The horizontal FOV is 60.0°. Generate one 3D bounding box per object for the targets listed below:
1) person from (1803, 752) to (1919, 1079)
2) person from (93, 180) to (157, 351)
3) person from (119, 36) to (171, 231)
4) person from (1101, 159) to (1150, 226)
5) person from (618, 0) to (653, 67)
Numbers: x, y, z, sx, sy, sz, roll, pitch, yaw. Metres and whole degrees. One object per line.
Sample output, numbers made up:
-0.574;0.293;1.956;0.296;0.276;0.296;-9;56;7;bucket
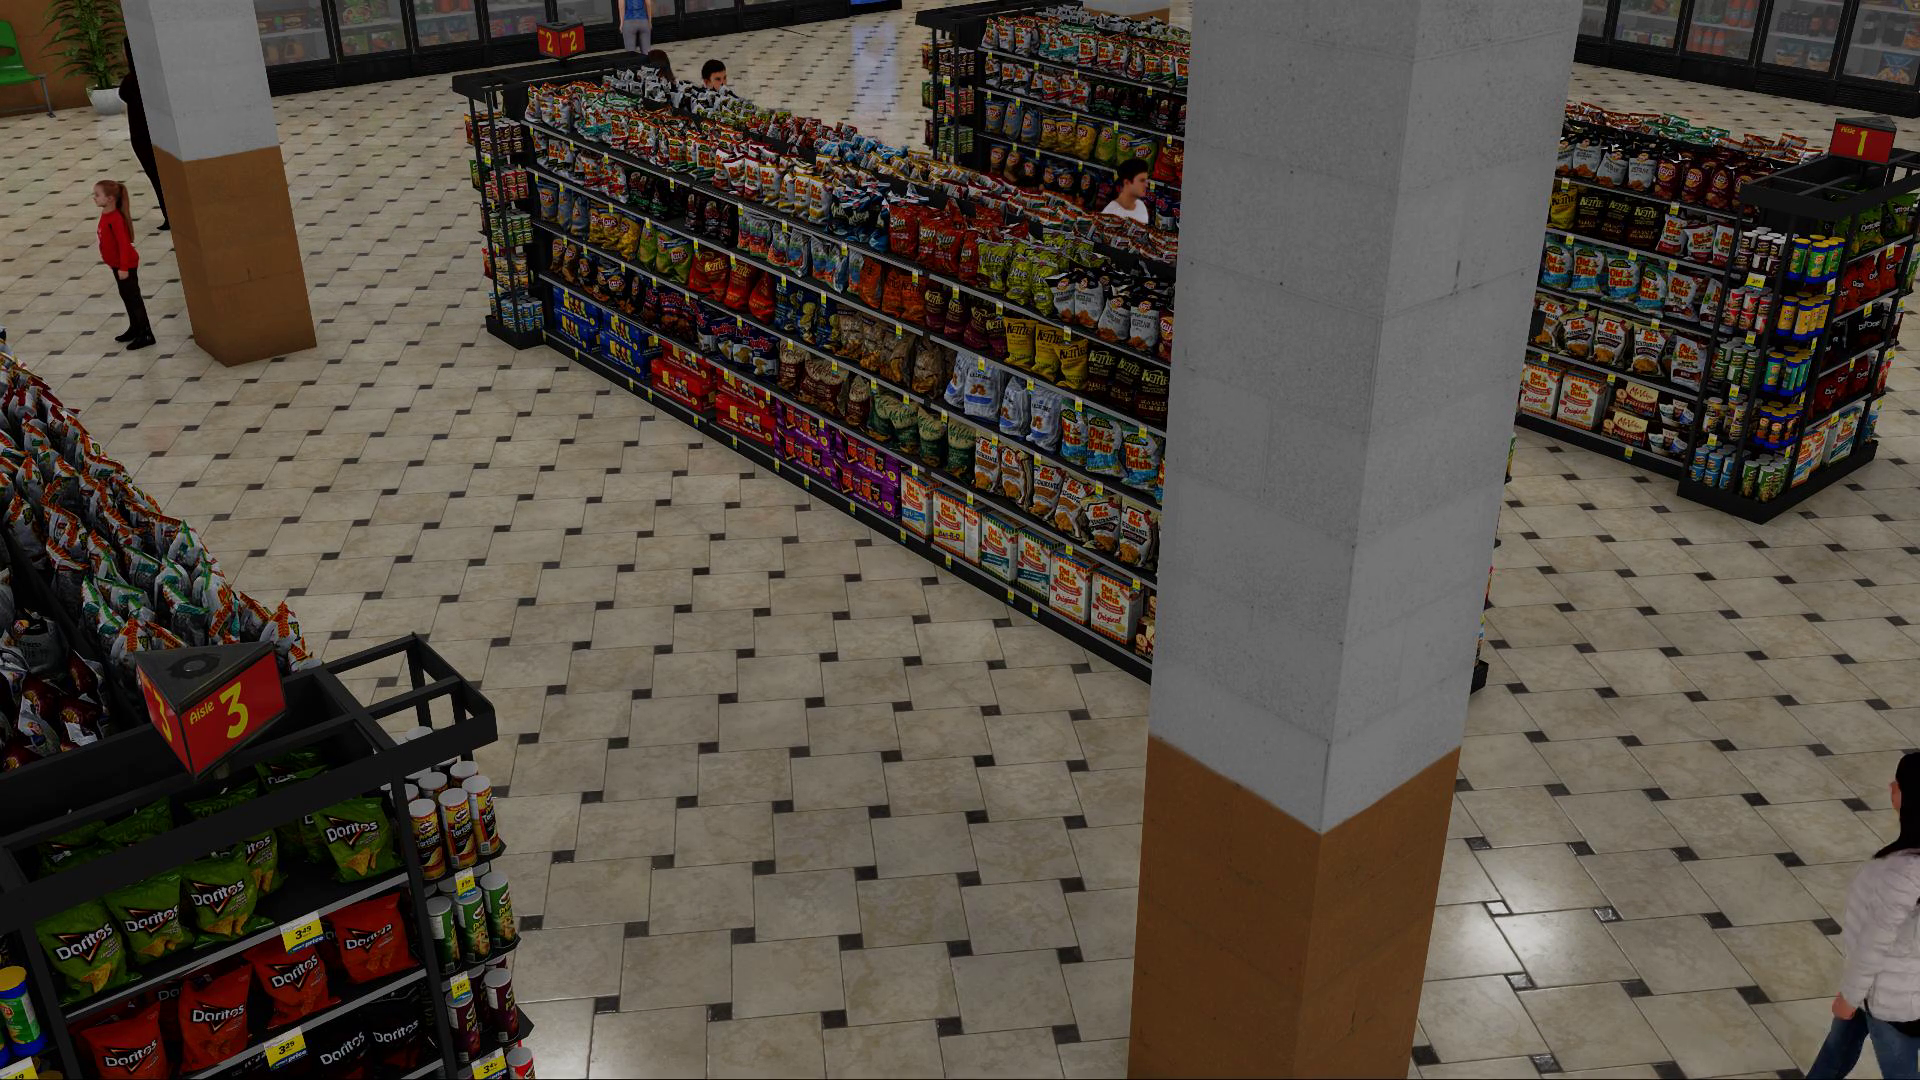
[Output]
3.098;1.441;5.324;0.639;1.606;0.997;-18;32;-31;person
-6.396;-2.114;12.693;0.554;1.281;0.448;-23;35;-37;person
-7.500;-3.793;15.477;0.824;1.758;0.721;-4;27;-7;person
1.083;-1.742;11.420;1.007;1.770;0.748;21;33;35;person
-4.091;-6.491;20.961;0.622;1.609;0.606;-12;29;-23;person
